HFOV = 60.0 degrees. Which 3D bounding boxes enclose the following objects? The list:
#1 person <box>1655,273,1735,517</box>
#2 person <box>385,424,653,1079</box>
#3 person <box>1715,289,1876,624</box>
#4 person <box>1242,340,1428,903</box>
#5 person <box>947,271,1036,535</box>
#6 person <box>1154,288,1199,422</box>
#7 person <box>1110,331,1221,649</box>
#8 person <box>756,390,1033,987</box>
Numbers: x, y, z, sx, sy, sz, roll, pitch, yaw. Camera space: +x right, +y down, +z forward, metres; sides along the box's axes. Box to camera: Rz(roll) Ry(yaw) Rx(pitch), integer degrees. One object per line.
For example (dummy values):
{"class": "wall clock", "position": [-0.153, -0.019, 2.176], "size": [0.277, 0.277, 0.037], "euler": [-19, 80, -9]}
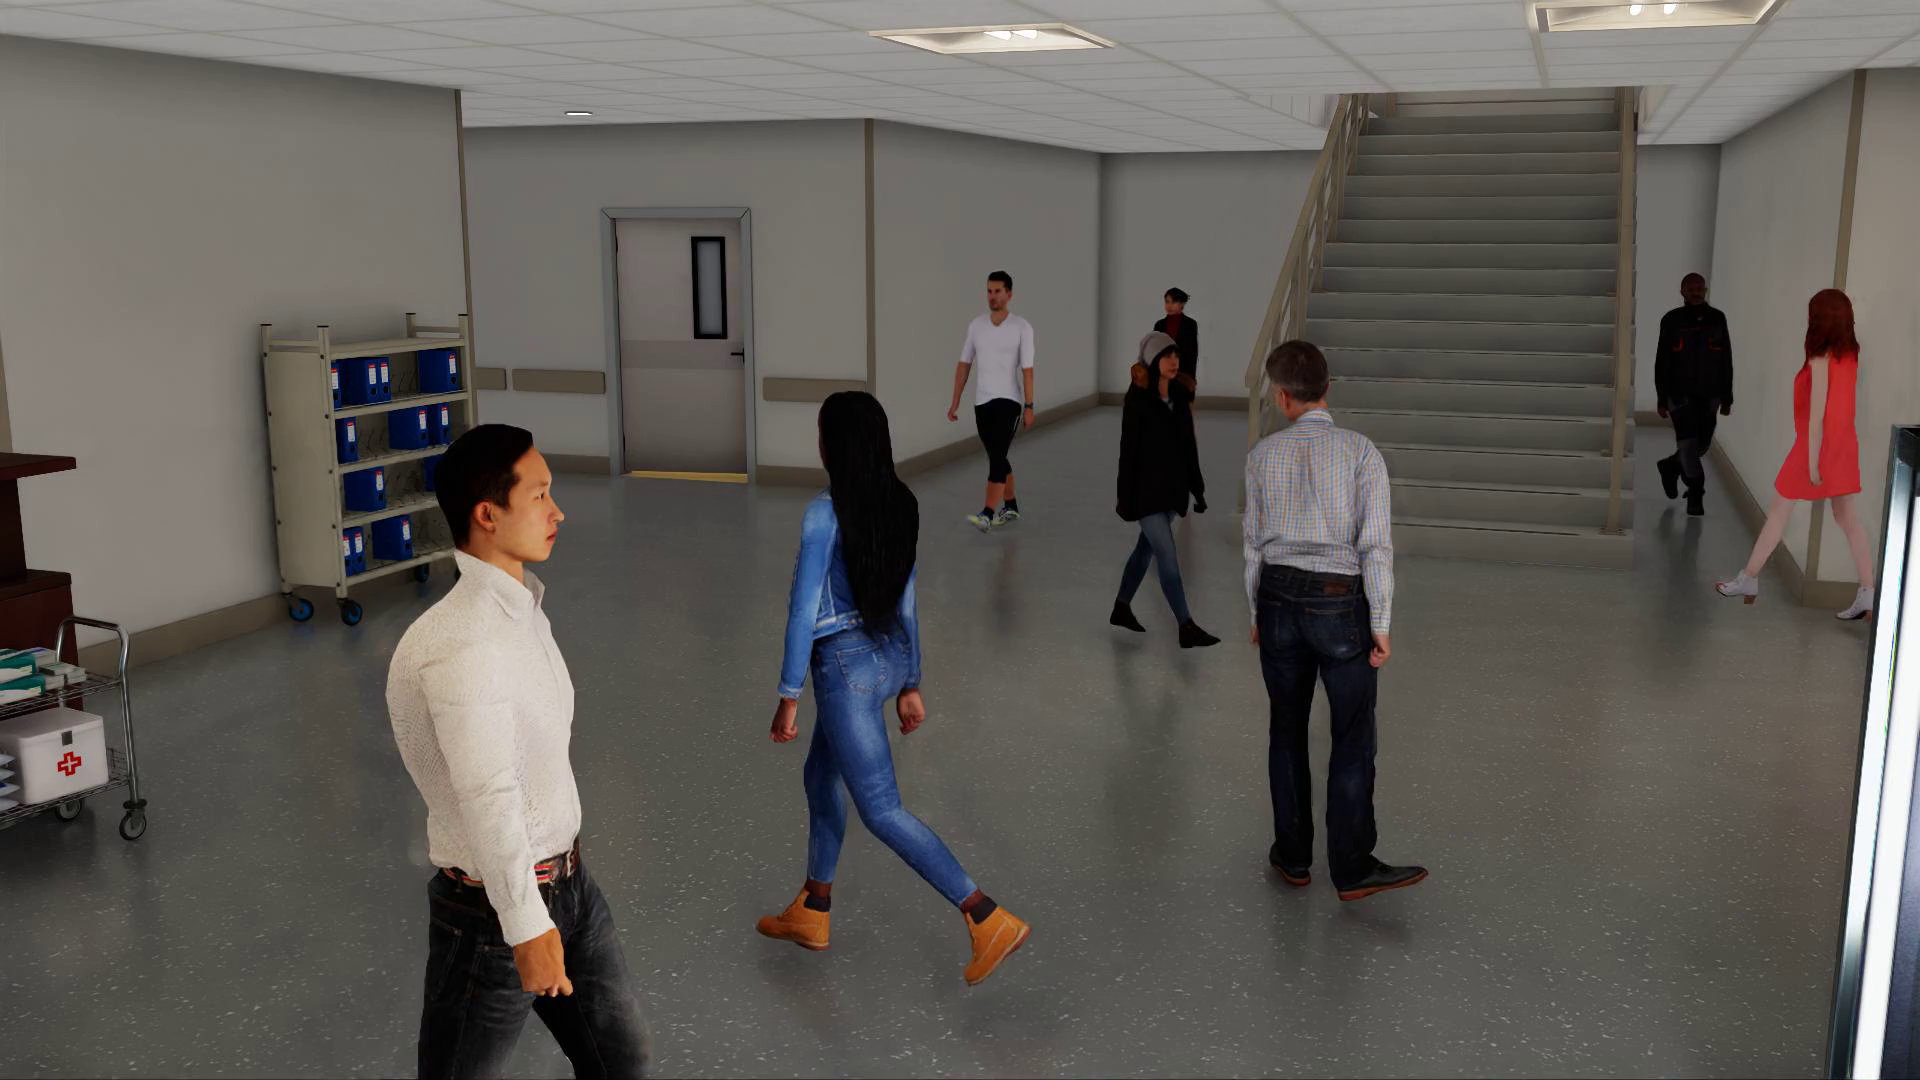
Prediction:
{"class": "person", "position": [5.529, -1.108, 12.626], "size": [0.927, 1.784, 1.195], "euler": [1, 11, 4]}
{"class": "person", "position": [-0.941, 0.705, 3.099], "size": [0.979, 1.774, 1.191], "euler": [0, 11, 1]}
{"class": "person", "position": [4.743, -0.406, 8.952], "size": [1.113, 1.775, 1.089], "euler": [-7, 13, -33]}
{"class": "person", "position": [1.179, 0.269, 5.394], "size": [0.752, 1.776, 0.911], "euler": [-10, 15, -43]}
{"class": "person", "position": [0.303, -0.955, 11.749], "size": [0.844, 1.811, 1.223], "euler": [7, 13, 31]}
{"class": "person", "position": [1.854, -1.305, 14.156], "size": [0.560, 1.601, 1.005], "euler": [4, 11, 19]}
{"class": "person", "position": [0.971, -0.247, 8.611], "size": [1.065, 1.590, 1.004], "euler": [-9, 14, -40]}
{"class": "person", "position": [-0.200, 0.458, 4.670], "size": [0.812, 1.674, 1.151], "euler": [6, 12, 29]}
